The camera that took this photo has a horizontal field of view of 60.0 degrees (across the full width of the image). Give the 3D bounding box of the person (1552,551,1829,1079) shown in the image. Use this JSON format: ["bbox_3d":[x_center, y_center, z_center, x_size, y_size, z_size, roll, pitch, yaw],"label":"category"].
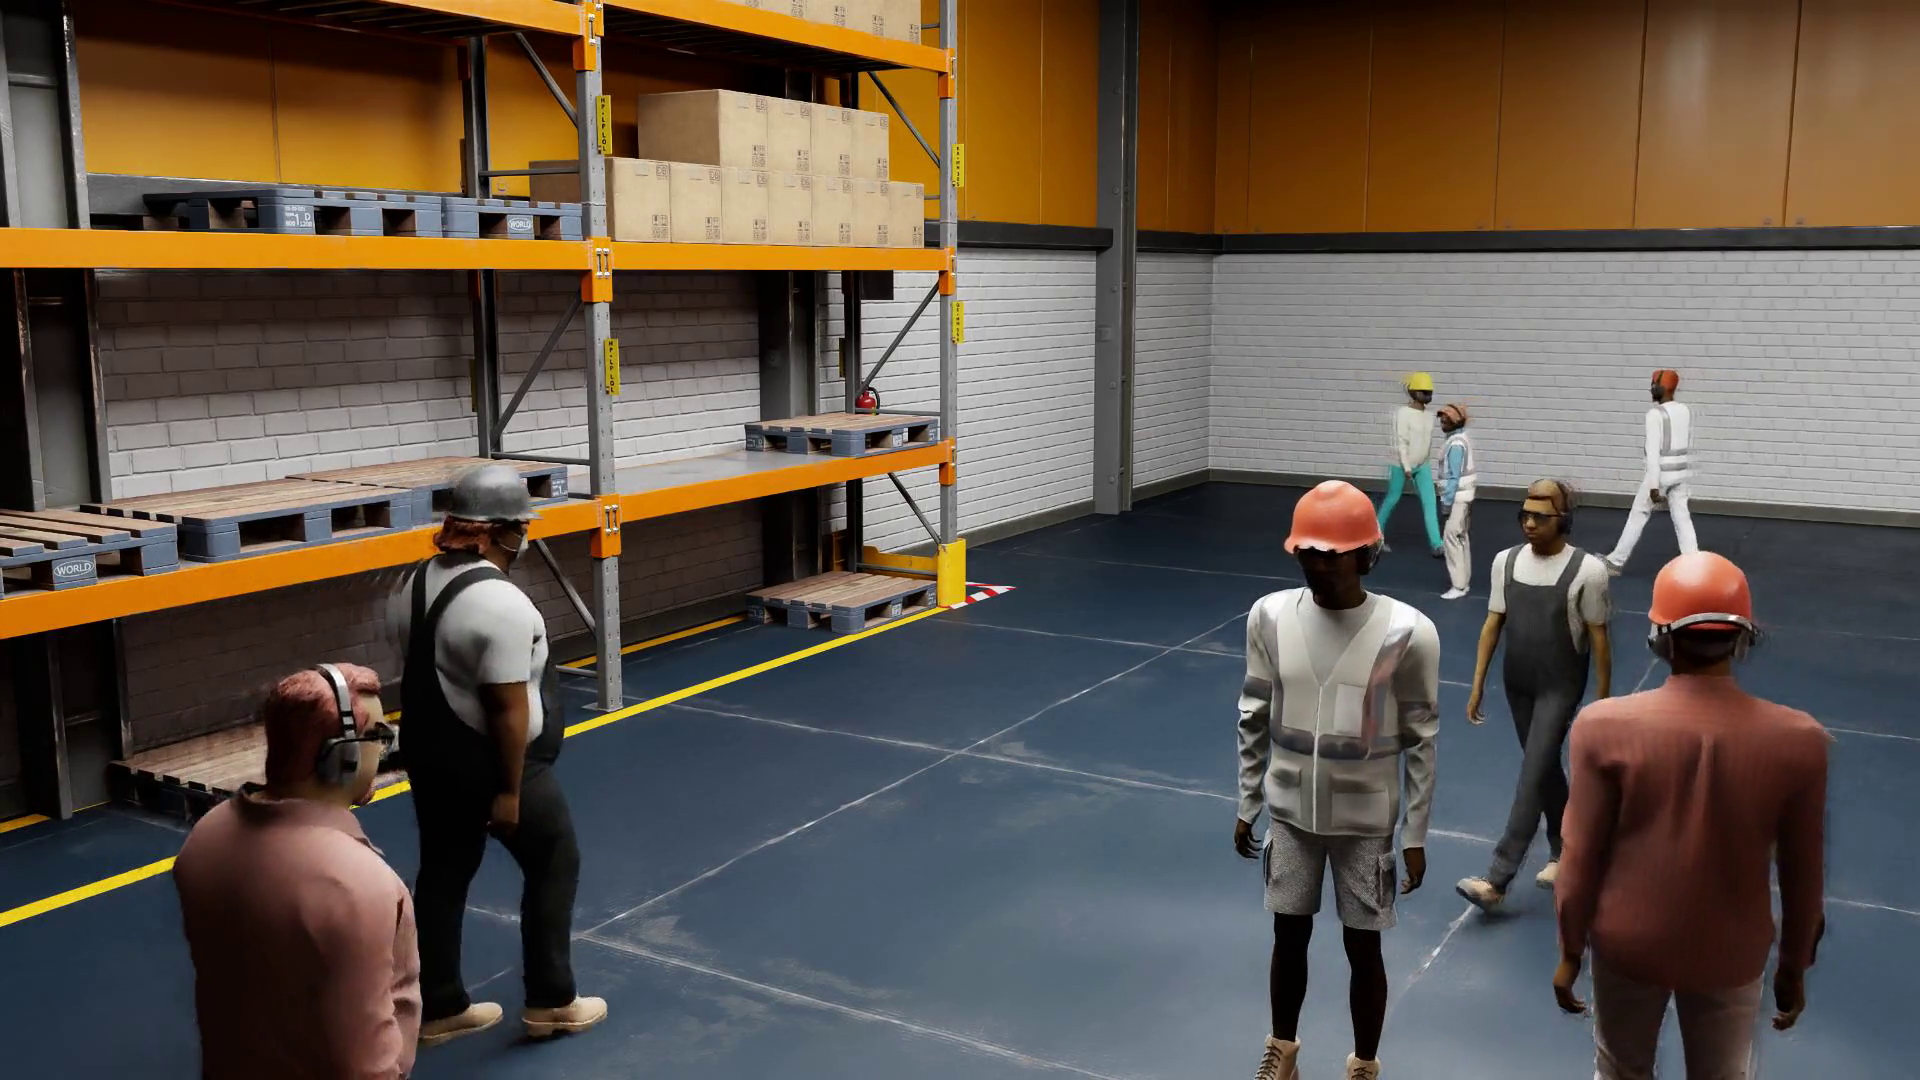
[{"bbox_3d":[1.797,1.020,4.093,0.625,1.975,0.742,2,9,12],"label":"person"}]

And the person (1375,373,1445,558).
[{"bbox_3d":[4.243,-0.700,15.586,0.519,1.723,0.921,-5,10,-29],"label":"person"}]

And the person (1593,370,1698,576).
[{"bbox_3d":[5.979,-0.542,14.251,0.585,1.826,1.001,-5,10,-29],"label":"person"}]

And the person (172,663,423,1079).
[{"bbox_3d":[-1.273,1.176,3.357,0.638,1.886,0.420,6,11,33],"label":"person"}]

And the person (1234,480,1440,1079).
[{"bbox_3d":[1.114,0.830,5.044,0.615,2.038,0.395,6,11,32],"label":"person"}]

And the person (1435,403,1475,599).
[{"bbox_3d":[4.057,-0.331,13.627,0.354,1.605,0.667,3,10,18],"label":"person"}]

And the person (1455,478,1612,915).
[{"bbox_3d":[2.366,0.644,6.936,0.967,1.795,0.535,-7,11,-36],"label":"person"}]

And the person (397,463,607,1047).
[{"bbox_3d":[-1.578,0.720,5.730,0.703,2.000,0.723,8,12,40],"label":"person"}]
